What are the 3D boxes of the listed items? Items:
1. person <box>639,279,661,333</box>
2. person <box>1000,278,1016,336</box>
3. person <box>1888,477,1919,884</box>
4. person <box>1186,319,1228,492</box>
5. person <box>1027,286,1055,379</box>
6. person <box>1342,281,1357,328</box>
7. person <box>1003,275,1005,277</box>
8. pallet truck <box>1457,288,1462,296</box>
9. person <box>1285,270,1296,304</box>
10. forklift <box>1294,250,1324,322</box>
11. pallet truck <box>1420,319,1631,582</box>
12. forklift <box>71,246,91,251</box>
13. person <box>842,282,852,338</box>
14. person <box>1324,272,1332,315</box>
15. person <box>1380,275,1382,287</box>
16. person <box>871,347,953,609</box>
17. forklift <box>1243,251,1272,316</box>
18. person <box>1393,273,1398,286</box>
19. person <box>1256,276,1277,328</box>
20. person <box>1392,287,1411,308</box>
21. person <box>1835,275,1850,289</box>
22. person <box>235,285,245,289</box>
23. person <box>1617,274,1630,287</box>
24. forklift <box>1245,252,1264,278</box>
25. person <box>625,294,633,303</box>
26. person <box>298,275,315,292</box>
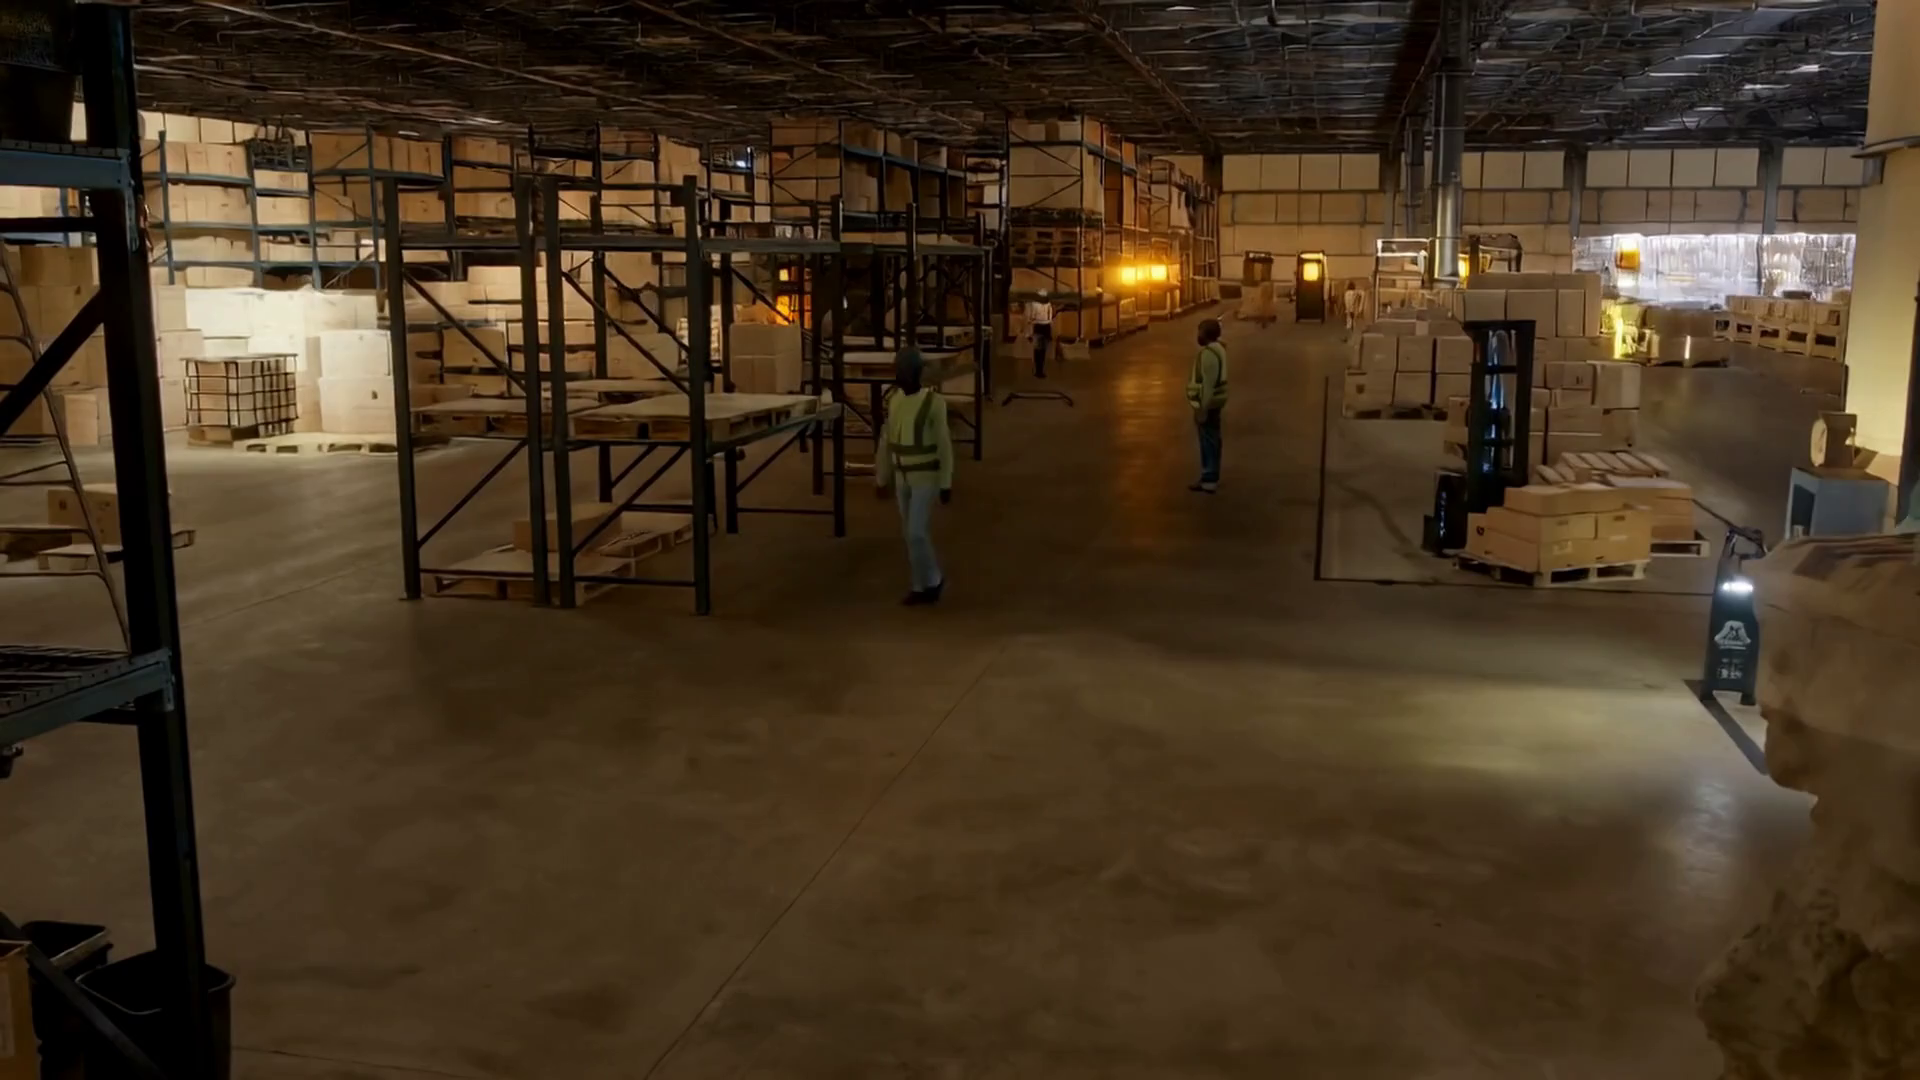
[{"bbox_3d":[-8.478,-6.170,45.579,0.658,1.919,0.431,5,11,27],"label":"person"},{"bbox_3d":[1.536,-7.229,51.912,0.409,1.903,0.639,-8,12,-40],"label":"person"},{"bbox_3d":[2.611,0.778,4.275,0.475,1.971,0.642,0,10,-1],"label":"person"},{"bbox_3d":[2.630,-1.431,17.750,0.429,1.842,0.635,3,10,18],"label":"person"},{"bbox_3d":[1.700,-4.257,34.252,0.581,1.914,0.681,-3,10,-16],"label":"person"},{"bbox_3d":[14.016,-8.457,59.807,0.543,1.681,0.594,3,10,17],"label":"person"},{"bbox_3d":[2.502,-13.675,90.364,0.633,1.812,0.901,-1,10,-7],"label":"person"},{"bbox_3d":[20.506,-9.785,68.819,0.653,1.274,1.630,2,10,12],"label":"pallet truck"},{"bbox_3d":[18.653,-14.150,92.936,0.988,1.882,0.568,3,10,19],"label":"person"},{"bbox_3d":[13.778,-10.002,65.433,1.129,2.768,1.873,2,10,12],"label":"forklift"},{"bbox_3d":[4.543,-0.757,13.299,0.823,1.965,1.885,-4,10,-22],"label":"pallet truck"},{"bbox_3d":[-23.305,-6.423,44.243,1.873,2.768,1.129,-6,11,-32],"label":"forklift"},{"bbox_3d":[-2.899,-5.549,41.922,1.005,1.907,0.626,-8,12,-38],"label":"person"},{"bbox_3d":[16.278,-10.990,74.191,0.617,1.913,0.955,4,10,22],"label":"person"},{"bbox_3d":[18.998,-11.000,74.532,0.866,1.804,0.584,3,10,16],"label":"person"},{"bbox_3d":[-0.318,-0.423,11.720,0.440,1.869,0.581,-9,13,-43],"label":"person"},{"bbox_3d":[12.526,-10.725,69.718,1.129,2.768,1.873,2,10,12],"label":"forklift"},{"bbox_3d":[23.073,-13.283,88.262,0.485,1.735,0.346,-7,12,-35],"label":"person"},{"bbox_3d":[11.025,-8.530,59.698,0.649,1.870,0.854,-5,11,-25],"label":"person"},{"bbox_3d":[12.492,-6.319,47.122,0.541,1.696,0.315,6,11,32],"label":"person"},{"bbox_3d":[38.844,-10.775,73.221,0.584,1.799,0.899,4,10,21],"label":"person"},{"bbox_3d":[-16.374,-4.835,37.802,0.924,1.881,0.599,-3,10,-19],"label":"person"},{"bbox_3d":[28.833,-10.651,72.326,0.563,1.850,0.390,-2,10,-9],"label":"person"},{"bbox_3d":[14.676,-12.967,82.989,1.129,2.768,1.873,2,10,12],"label":"forklift"},{"bbox_3d":[-7.987,-5.188,40.507,0.793,1.665,0.532,4,10,21],"label":"person"},{"bbox_3d":[-20.425,-7.333,52.314,0.654,1.964,0.836,3,10,16],"label":"person"}]
